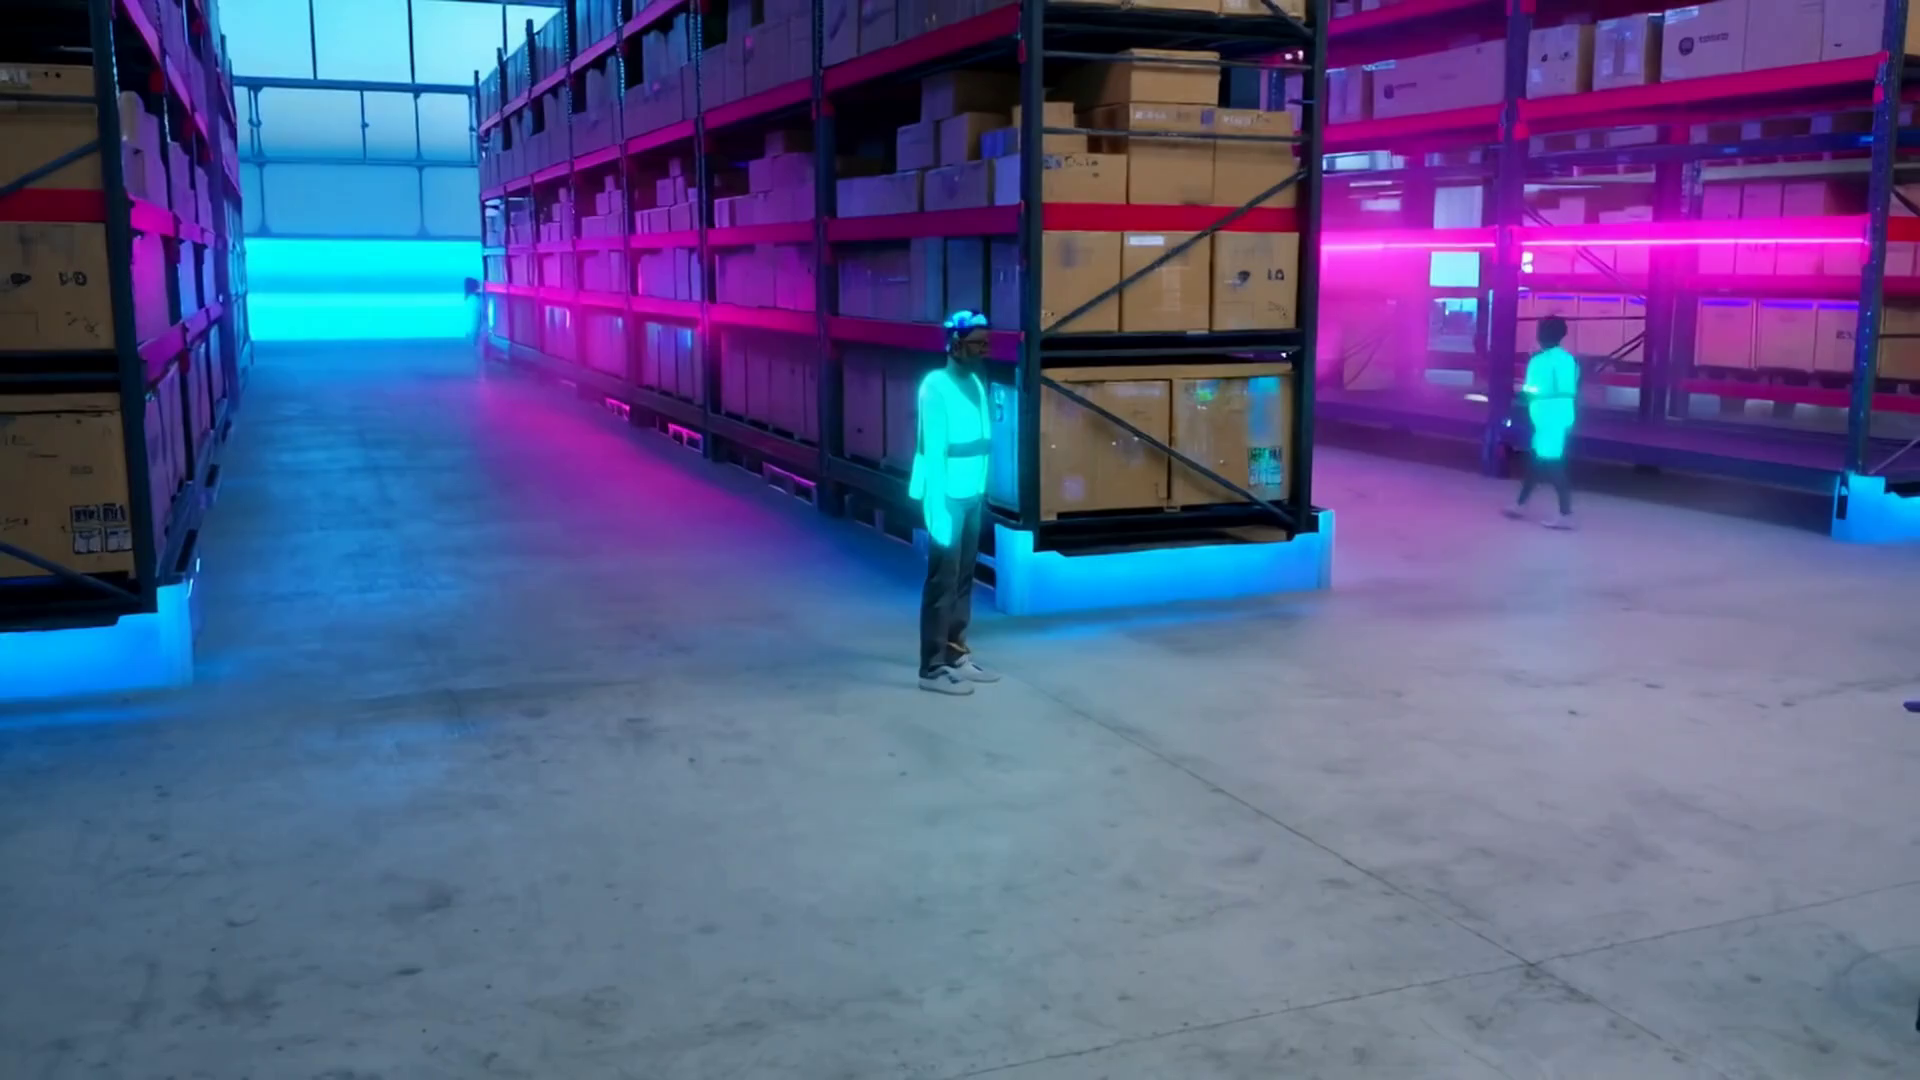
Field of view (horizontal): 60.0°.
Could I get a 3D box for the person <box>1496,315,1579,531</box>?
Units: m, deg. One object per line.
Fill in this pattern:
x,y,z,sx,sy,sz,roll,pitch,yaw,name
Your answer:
4.522,-0.921,13.028,0.543,1.648,0.834,-9,13,-43,person

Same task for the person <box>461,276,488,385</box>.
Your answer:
-8.247,-3.555,28.261,0.429,1.842,0.632,-1,10,-7,person

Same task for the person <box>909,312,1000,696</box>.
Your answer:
-0.033,-0.179,8.067,0.395,1.840,0.566,4,10,24,person

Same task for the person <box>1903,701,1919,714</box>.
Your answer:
4.630,-0.130,7.587,0.642,1.900,0.400,-9,13,-43,person
